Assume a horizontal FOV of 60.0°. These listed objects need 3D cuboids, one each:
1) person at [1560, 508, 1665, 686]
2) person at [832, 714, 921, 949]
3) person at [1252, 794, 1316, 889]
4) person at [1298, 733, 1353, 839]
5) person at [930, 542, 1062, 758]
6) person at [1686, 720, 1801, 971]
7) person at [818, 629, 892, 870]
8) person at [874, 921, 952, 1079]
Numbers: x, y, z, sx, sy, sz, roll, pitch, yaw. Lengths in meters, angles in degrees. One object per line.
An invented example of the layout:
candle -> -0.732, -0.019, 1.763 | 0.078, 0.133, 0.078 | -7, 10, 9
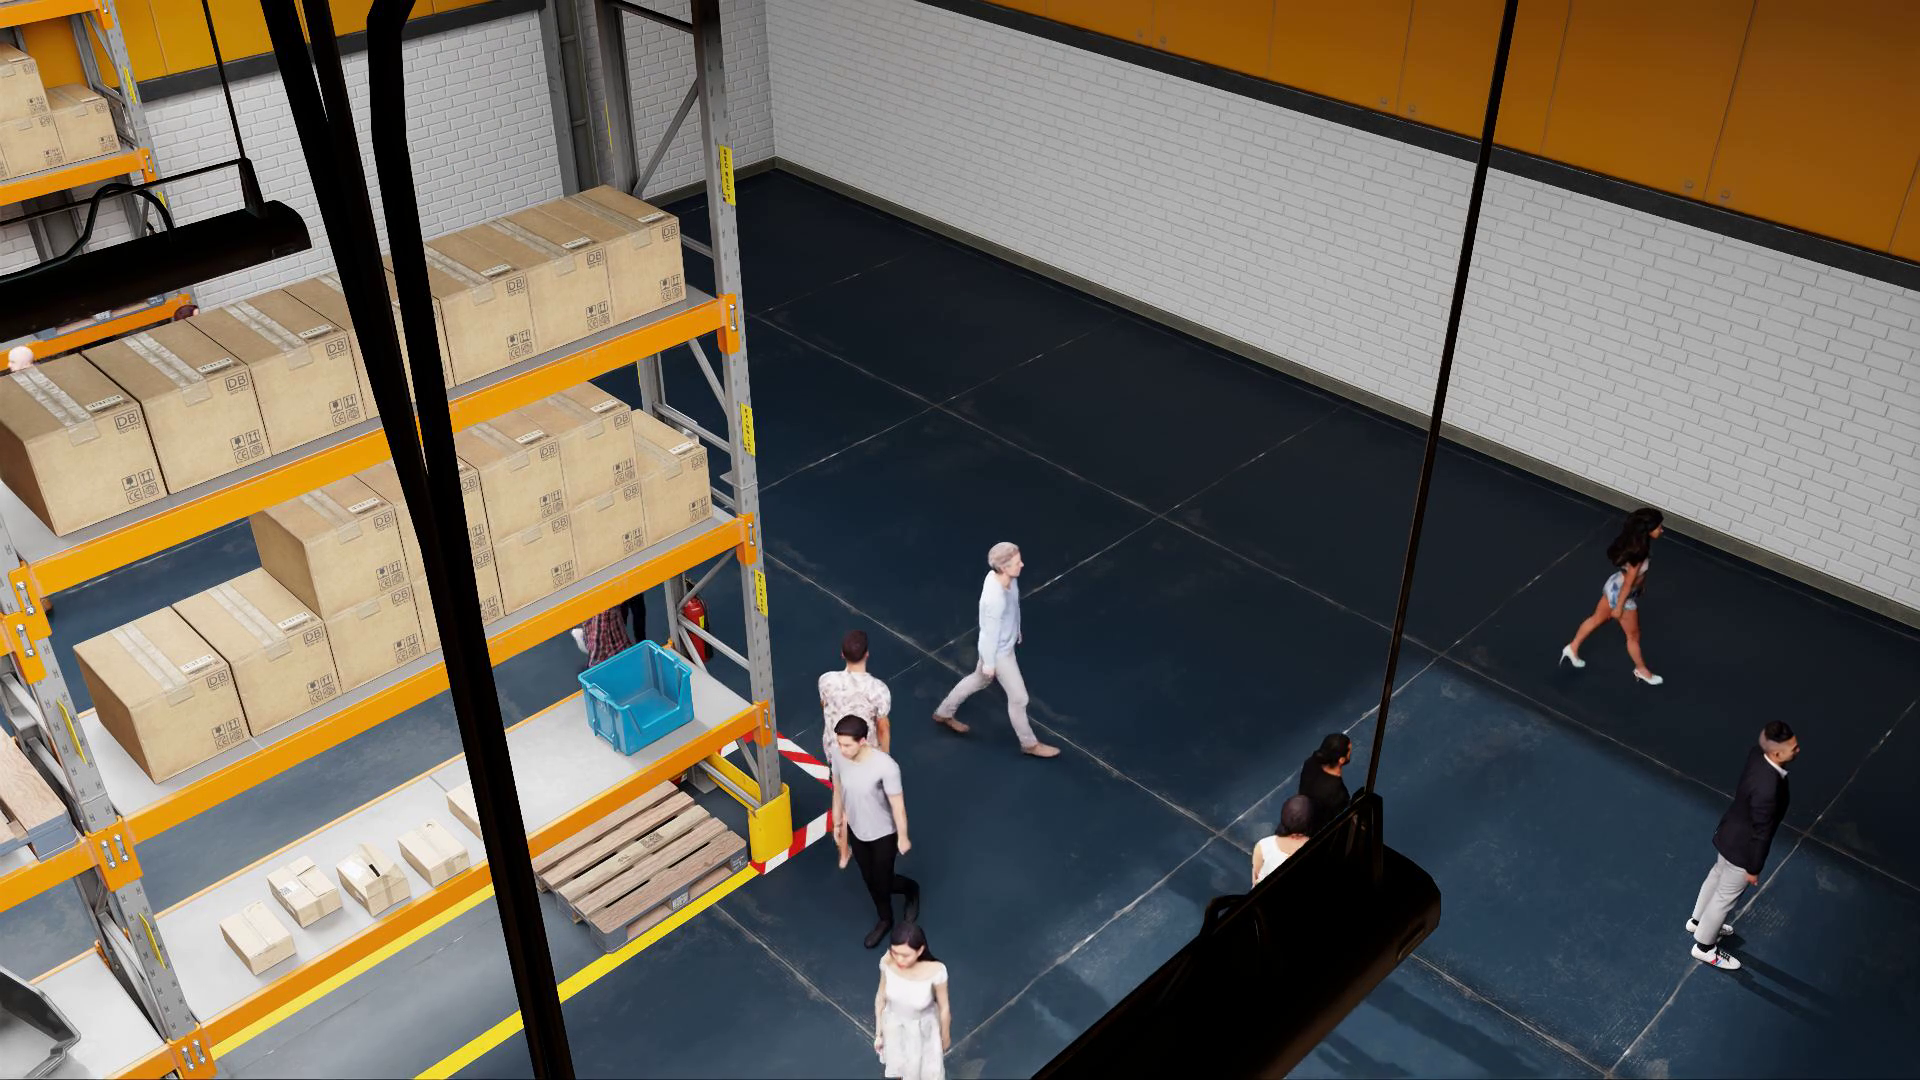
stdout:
person -> 5.140, 0.444, 13.116 | 0.922, 1.575, 1.035 | 11, 35, 17
person -> -0.524, 1.824, 10.805 | 0.798, 1.834, 0.826 | 17, 37, 23
person -> 2.002, 2.298, 10.239 | 0.893, 1.673, 0.975 | 6, 34, 8
person -> 2.226, 1.974, 10.663 | 0.891, 1.742, 0.826 | -12, 35, -17
person -> 0.183, 0.809, 12.321 | 1.216, 1.848, 1.282 | 5, 34, 7
person -> 5.001, 1.889, 10.603 | 0.858, 1.950, 0.725 | 9, 35, 13
person -> -0.755, 1.465, 11.406 | 1.124, 1.768, 1.256 | 5, 34, 7
person -> -0.235, 2.756, 9.468 | 0.737, 1.763, 0.811 | 13, 36, 19
